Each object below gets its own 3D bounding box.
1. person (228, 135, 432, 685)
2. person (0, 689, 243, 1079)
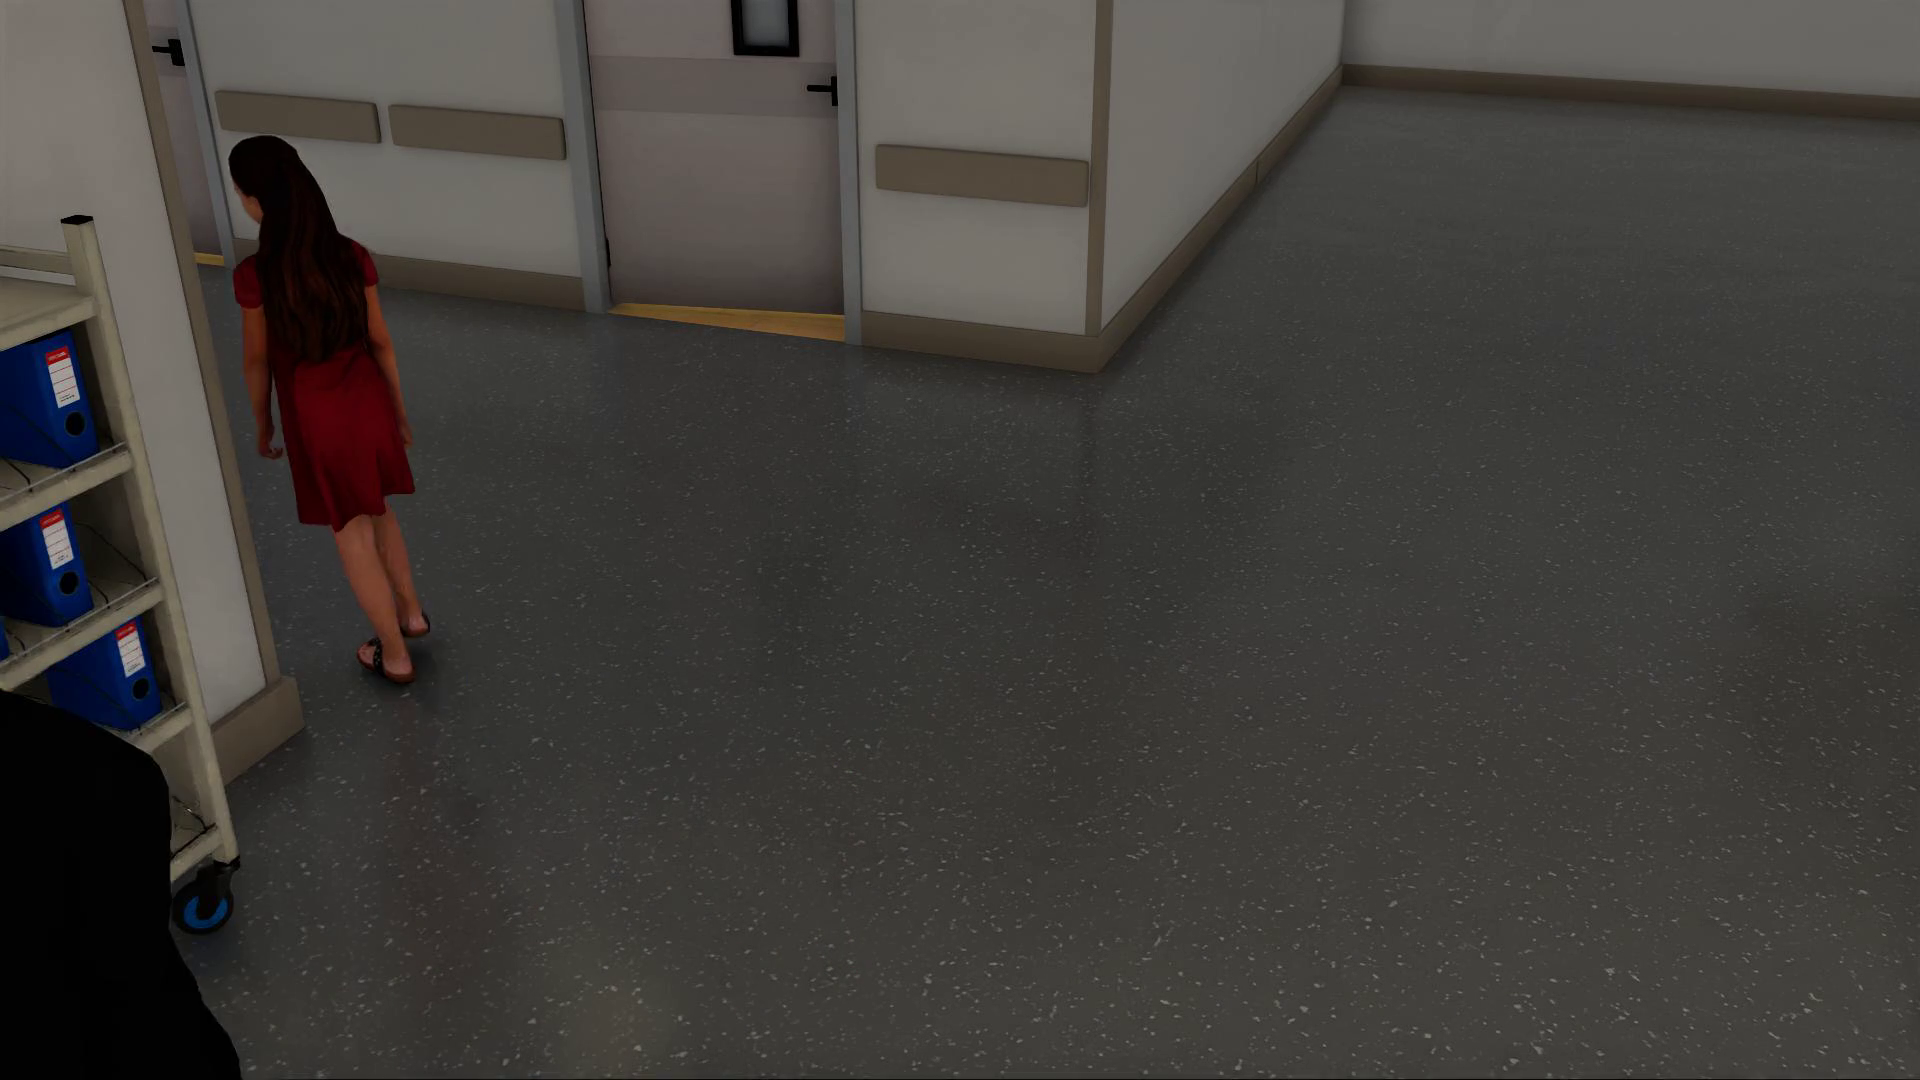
[{"bbox_3d":[-1.657,-0.287,4.461,0.677,1.529,0.726,-20,32,-35],"label":"person"},{"bbox_3d":[-1.116,0.692,2.244,0.705,1.692,0.976,6,26,13],"label":"person"}]
